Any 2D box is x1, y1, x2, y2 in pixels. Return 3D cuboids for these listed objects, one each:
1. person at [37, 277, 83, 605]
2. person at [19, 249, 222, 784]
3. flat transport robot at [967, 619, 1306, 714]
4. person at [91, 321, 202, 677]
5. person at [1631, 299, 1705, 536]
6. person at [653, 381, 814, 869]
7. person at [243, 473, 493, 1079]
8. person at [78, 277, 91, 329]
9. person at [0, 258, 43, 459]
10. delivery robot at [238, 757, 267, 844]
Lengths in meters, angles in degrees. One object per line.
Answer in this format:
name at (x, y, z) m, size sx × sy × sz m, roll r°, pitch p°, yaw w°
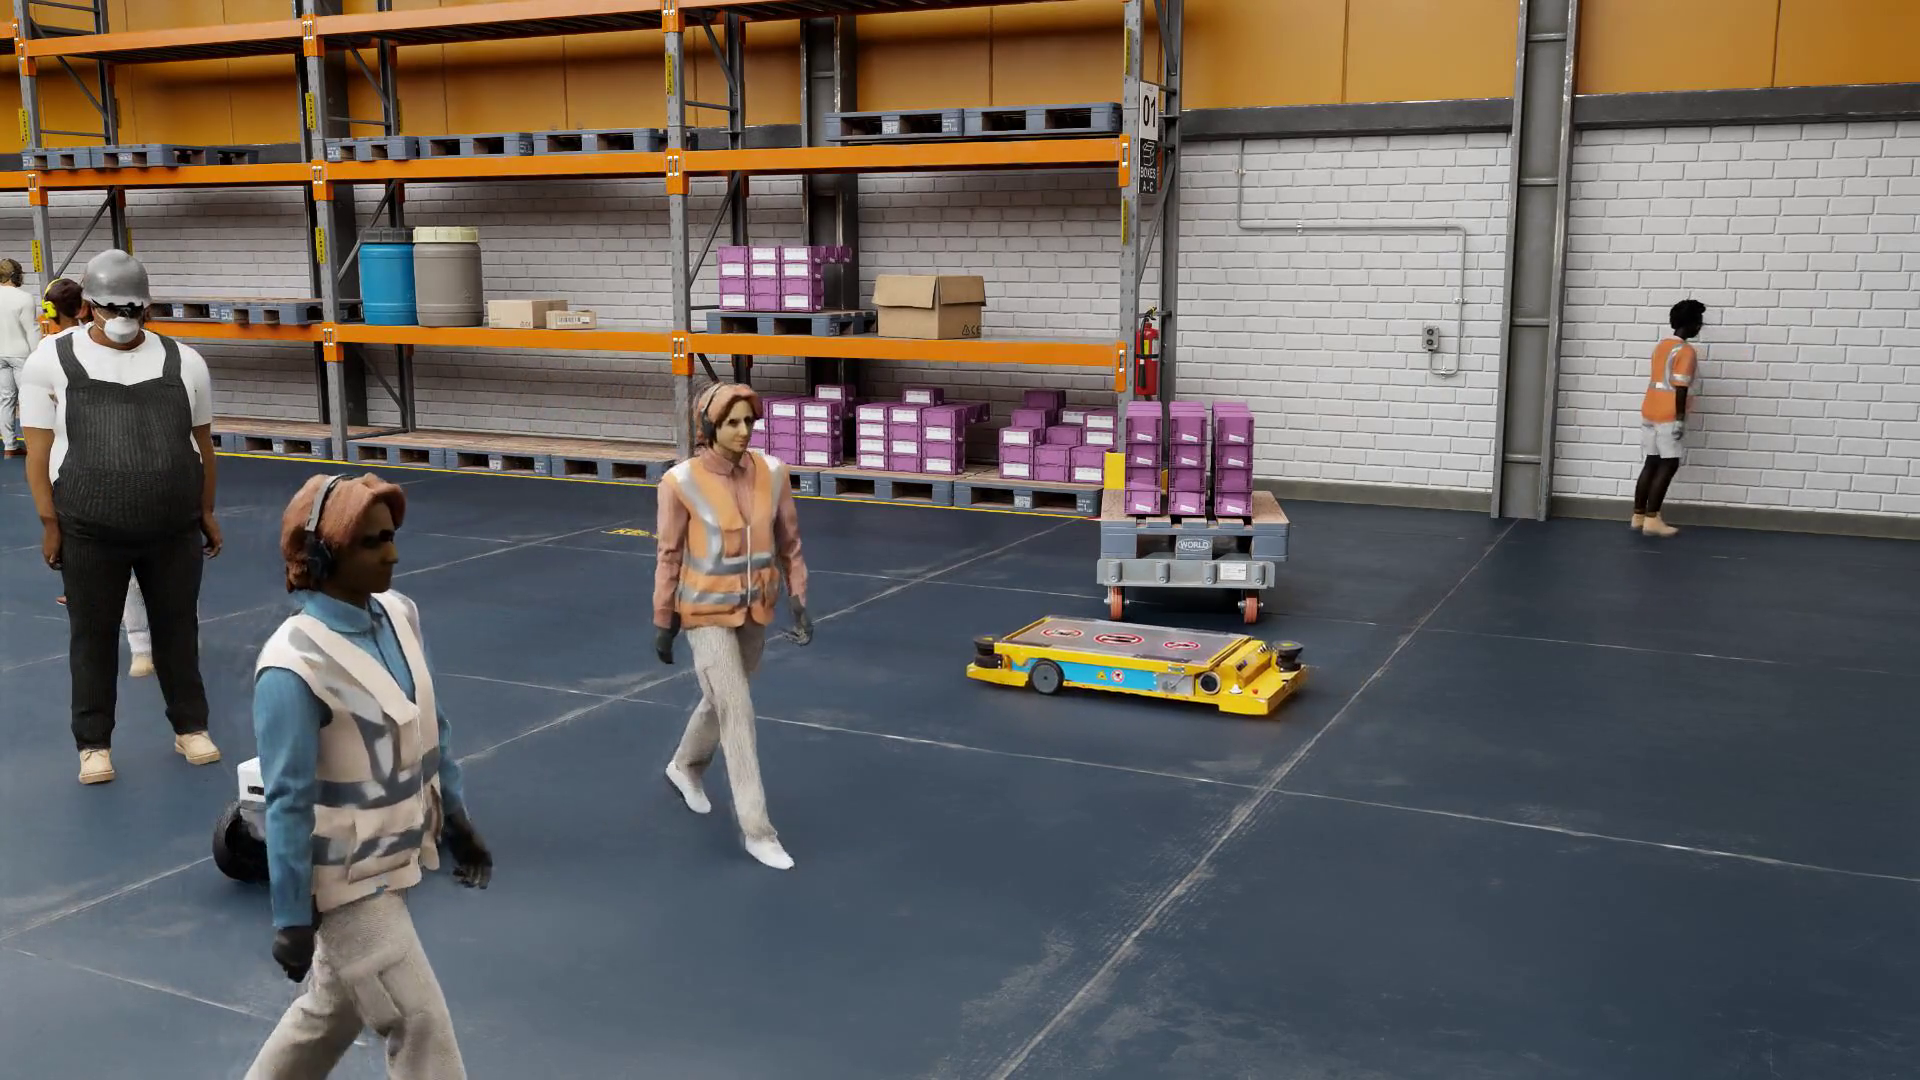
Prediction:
person at (-5.017, -0.554, 9.490) m, size 0.323 × 1.865 × 0.518 m, roll 3°, pitch 10°, yaw 17°
person at (-3.174, -0.102, 6.393) m, size 0.678 × 2.000 × 0.537 m, roll -8°, pitch 12°, yaw -37°
flat transport robot at (0.814, 0.556, 7.691) m, size 1.431 × 0.197 × 0.652 m, roll 5°, pitch 11°, yaw 25°
person at (-3.899, -0.247, 7.880) m, size 0.646 × 1.820 × 0.436 m, roll -3°, pitch 10°, yaw -15°
person at (5.044, -0.865, 11.815) m, size 0.357 × 1.678 × 0.558 m, roll 0°, pitch 10°, yaw 1°
person at (-0.817, 0.249, 5.701) m, size 0.533 × 1.603 × 0.852 m, roll -9°, pitch 14°, yaw -43°
person at (-1.218, 0.653, 3.310) m, size 0.830 × 1.604 × 0.510 m, roll 1°, pitch 10°, yaw 3°
person at (-7.628, -1.470, 14.792) m, size 0.585 × 1.852 × 0.926 m, roll -7°, pitch 12°, yaw -34°
person at (-9.108, -1.740, 16.066) m, size 0.631 × 1.940 × 0.372 m, roll 3°, pitch 10°, yaw 15°
delivery robot at (-2.019, 0.754, 5.479) m, size 0.477 × 0.478 × 0.707 m, roll 3°, pitch 10°, yaw 18°
